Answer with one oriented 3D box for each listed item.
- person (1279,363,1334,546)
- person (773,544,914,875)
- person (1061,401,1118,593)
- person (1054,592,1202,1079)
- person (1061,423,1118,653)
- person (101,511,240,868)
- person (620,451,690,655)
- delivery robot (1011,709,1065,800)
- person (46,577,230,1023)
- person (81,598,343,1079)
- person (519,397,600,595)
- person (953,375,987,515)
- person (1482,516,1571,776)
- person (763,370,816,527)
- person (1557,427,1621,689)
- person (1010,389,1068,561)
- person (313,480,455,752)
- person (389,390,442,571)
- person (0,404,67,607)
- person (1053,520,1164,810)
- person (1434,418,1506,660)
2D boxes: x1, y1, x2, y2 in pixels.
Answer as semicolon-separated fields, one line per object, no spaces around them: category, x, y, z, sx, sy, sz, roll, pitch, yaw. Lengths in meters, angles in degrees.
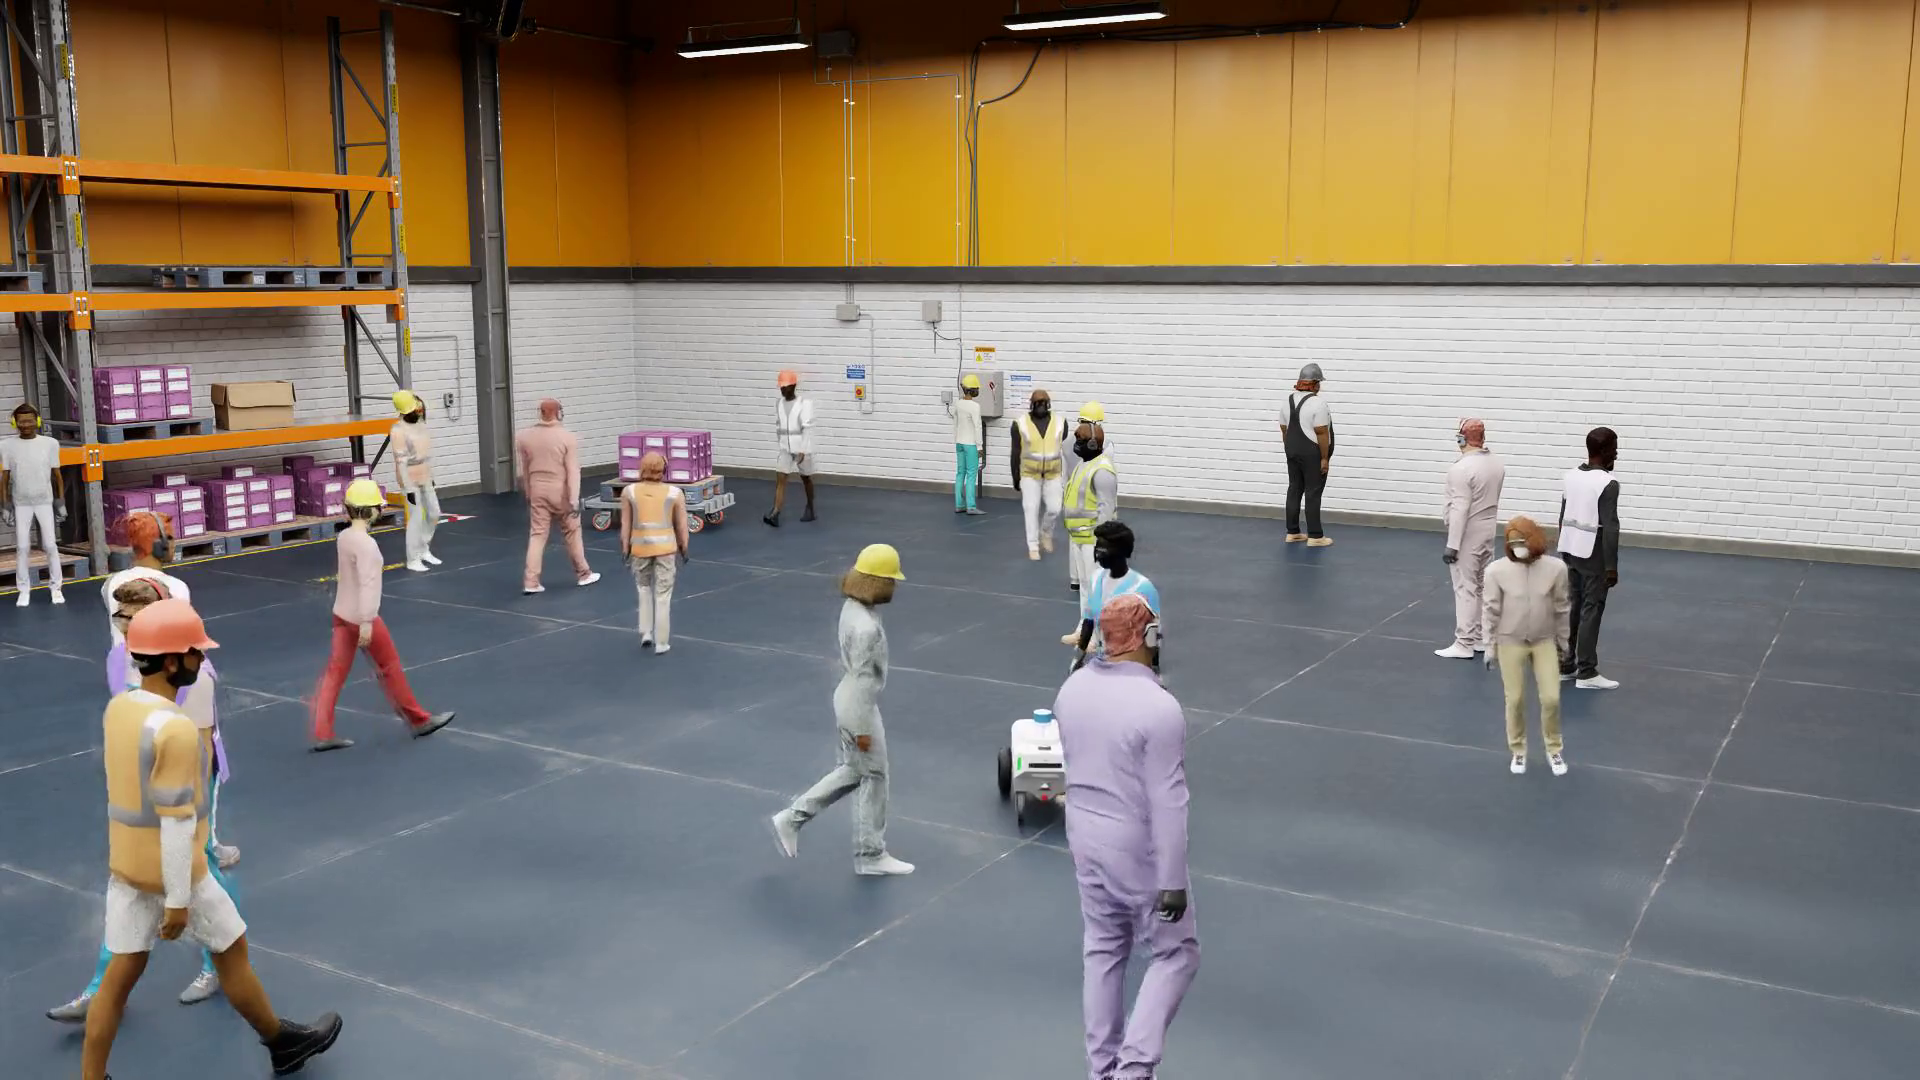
person;3.928;-0.963;18.630;0.536;2.000;0.674;-5;11;-31
person;-0.580;0.858;8.275;0.641;1.708;0.539;-1;9;-9
person;1.239;-0.389;15.697;0.590;1.833;0.404;6;11;35
person;0.596;1.137;6.057;0.455;1.877;0.681;-7;11;-37
person;1.039;-0.020;13.364;0.430;1.845;0.621;-2;9;-12
person;-3.928;0.772;8.332;0.605;1.865;0.645;4;10;25
person;-2.430;0.095;13.330;0.540;1.620;0.519;0;9;1
delivery robot;0.467;1.206;9.427;0.477;0.478;0.707;0;9;0
person;-3.281;1.058;6.707;0.593;1.811;0.783;4;10;25
person;-2.799;1.137;6.006;0.548;1.882;0.992;7;11;36
person;-3.857;-0.432;15.894;0.668;1.860;0.910;3;10;19
person;0.127;-1.195;20.935;0.318;1.767;0.534;-6;11;-34
person;3.395;0.639;9.995;0.541;1.594;0.415;1;9;6
person;-2.032;-1.099;20.027;0.549;1.872;1.036;4;10;22
person;4.609;0.127;12.214;0.372;1.916;0.597;-2;9;-14
person;0.842;-0.690;17.594;0.640;1.826;0.432;-1;9;-6
person;-3.745;0.475;10.646;0.918;1.720;0.549;-8;12;-40
person;-5.538;-0.599;16.899;0.378;1.876;0.701;2;9;14
person;-8.471;-0.320;15.202;0.512;1.860;0.321;-4;10;-25
person;0.844;0.716;9.340;0.880;1.648;0.530;-4;10;-25
person;4.004;-0.011;13.126;0.641;1.904;0.401;-9;12;-43
